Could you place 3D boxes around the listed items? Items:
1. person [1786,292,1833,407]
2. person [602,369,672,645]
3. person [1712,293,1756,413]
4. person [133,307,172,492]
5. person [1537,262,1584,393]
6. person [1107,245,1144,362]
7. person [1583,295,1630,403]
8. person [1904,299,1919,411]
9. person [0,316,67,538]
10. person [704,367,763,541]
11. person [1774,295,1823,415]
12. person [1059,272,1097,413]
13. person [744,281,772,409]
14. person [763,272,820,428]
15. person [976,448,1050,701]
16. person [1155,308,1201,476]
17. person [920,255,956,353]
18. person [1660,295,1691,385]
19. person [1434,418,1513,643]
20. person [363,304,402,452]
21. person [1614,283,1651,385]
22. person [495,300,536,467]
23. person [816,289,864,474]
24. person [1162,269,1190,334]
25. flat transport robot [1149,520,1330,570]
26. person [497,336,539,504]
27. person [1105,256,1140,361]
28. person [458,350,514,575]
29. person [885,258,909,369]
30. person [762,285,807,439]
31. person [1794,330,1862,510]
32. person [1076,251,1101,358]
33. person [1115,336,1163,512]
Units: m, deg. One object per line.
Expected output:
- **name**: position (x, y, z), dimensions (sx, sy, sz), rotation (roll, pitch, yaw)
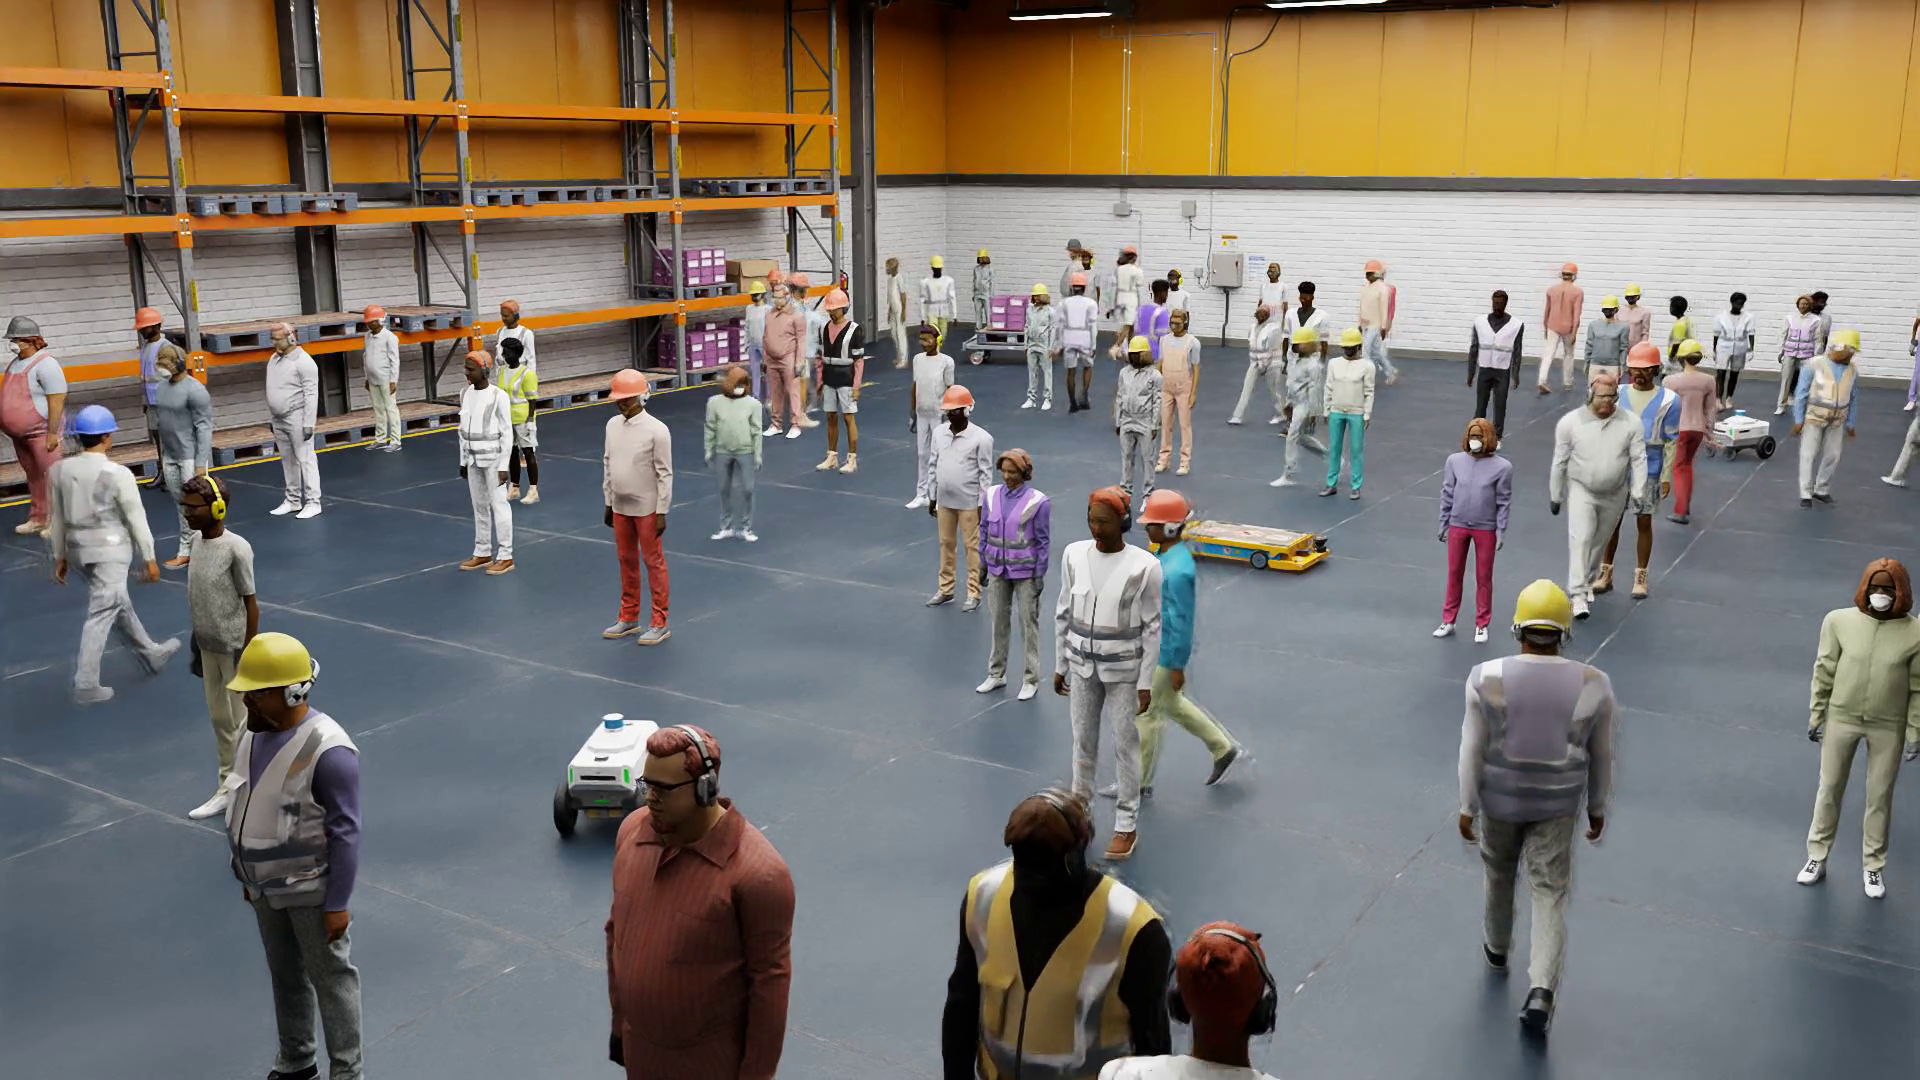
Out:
- **person**: position (11.751, -2.614, 23.010), dimensions (0.537, 1.647, 0.911), rotation (2, 13, 7)
- **person**: position (-2.333, -0.244, 11.968), dimensions (0.610, 1.993, 0.380), rotation (8, 15, 31)
- **person**: position (10.608, -2.576, 22.834), dimensions (0.526, 1.641, 0.841), rotation (3, 13, 14)
- **person**: position (-8.384, -1.466, 17.397), dimensions (0.544, 1.936, 0.359), rotation (8, 15, 31)
- **person**: position (8.907, -3.146, 24.702), dimensions (0.619, 1.941, 1.066), rotation (12, 17, 41)
- **person**: position (2.821, -4.024, 28.416), dimensions (0.634, 1.985, 0.973), rotation (13, 18, 44)
- **person**: position (8.134, -2.207, 20.981), dimensions (0.523, 1.769, 0.309), rotation (8, 15, 31)
- **person**: position (13.344, -2.694, 22.864), dimensions (0.509, 1.872, 0.328), rotation (8, 15, 31)
- **person**: position (-8.547, -1.038, 15.310), dimensions (0.683, 2.000, 0.538), rotation (8, 15, 31)
- **person**: position (-2.049, -0.774, 15.099), dimensions (0.548, 1.614, 0.389), rotation (0, 13, 1)
- **person**: position (11.347, -2.495, 22.506), dimensions (0.512, 1.641, 0.307), rotation (8, 15, 31)
- **person**: position (1.615, -2.698, 22.786), dimensions (0.542, 1.922, 0.420), rotation (3, 13, 12)
- **person**: position (-2.798, -2.712, 23.174), dimensions (0.523, 1.769, 0.309), rotation (8, 15, 31)
- **person**: position (-2.162, -2.427, 21.387), dimensions (0.599, 2.018, 0.636), rotation (-6, 14, -25)
- **person**: position (0.345, 0.215, 10.759), dimensions (0.512, 1.637, 0.307), rotation (8, 15, 31)
- **person**: position (2.380, -1.628, 18.301), dimensions (0.508, 1.845, 0.345), rotation (8, 15, 31)
- **person**: position (-0.374, -3.723, 27.283), dimensions (0.598, 1.897, 0.878), rotation (-4, 13, -15)
- **person**: position (9.388, -2.388, 21.958), dimensions (0.689, 1.664, 0.547), rotation (6, 14, 23)
- **person**: position (3.708, -0.075, 12.025), dimensions (0.498, 1.633, 0.285), rotation (8, 15, 31)
- **person**: position (-6.907, -1.928, 19.802), dimensions (0.560, 1.750, 0.328), rotation (8, 15, 31)
- **person**: position (9.179, -2.642, 22.867), dimensions (0.523, 1.769, 0.309), rotation (8, 15, 31)
- **person**: position (-5.045, -1.773, 18.842), dimensions (0.575, 1.885, 0.355), rotation (8, 15, 31)
- **person**: position (-1.347, -1.750, 18.397), dimensions (0.608, 2.042, 0.375), rotation (8, 15, 31)
- **person**: position (3.094, -3.015, 24.266), dimensions (0.509, 1.868, 0.328), rotation (8, 15, 31)
- **flat transport robot**: position (2.443, 0.027, 14.566), dimensions (1.431, 0.197, 0.652), rotation (8, 15, 31)
- **person**: position (-4.480, -1.210, 16.805), dimensions (0.533, 1.698, 0.318), rotation (8, 15, 31)
- **person**: position (2.825, -4.017, 28.794), dimensions (0.624, 1.802, 0.949), rotation (-5, 14, -20)
- **person**: position (-3.996, -0.650, 13.976), dimensions (0.575, 1.882, 0.355), rotation (8, 15, 31)
- **person**: position (-1.022, -3.765, 27.666), dimensions (0.401, 1.814, 0.631), rotation (-7, 14, -26)
- **person**: position (-2.218, -2.223, 20.749), dimensions (0.642, 1.907, 0.410), rotation (8, 15, 31)
- **person**: position (8.585, -1.187, 16.541), dimensions (0.636, 1.788, 0.445), rotation (-1, 13, -3)
- **person**: position (2.180, -4.068, 28.836), dimensions (0.509, 1.868, 0.328), rotation (8, 15, 31)
- **person**: position (1.751, -1.145, 16.424), dimensions (0.486, 1.744, 0.294), rotation (8, 15, 31)
